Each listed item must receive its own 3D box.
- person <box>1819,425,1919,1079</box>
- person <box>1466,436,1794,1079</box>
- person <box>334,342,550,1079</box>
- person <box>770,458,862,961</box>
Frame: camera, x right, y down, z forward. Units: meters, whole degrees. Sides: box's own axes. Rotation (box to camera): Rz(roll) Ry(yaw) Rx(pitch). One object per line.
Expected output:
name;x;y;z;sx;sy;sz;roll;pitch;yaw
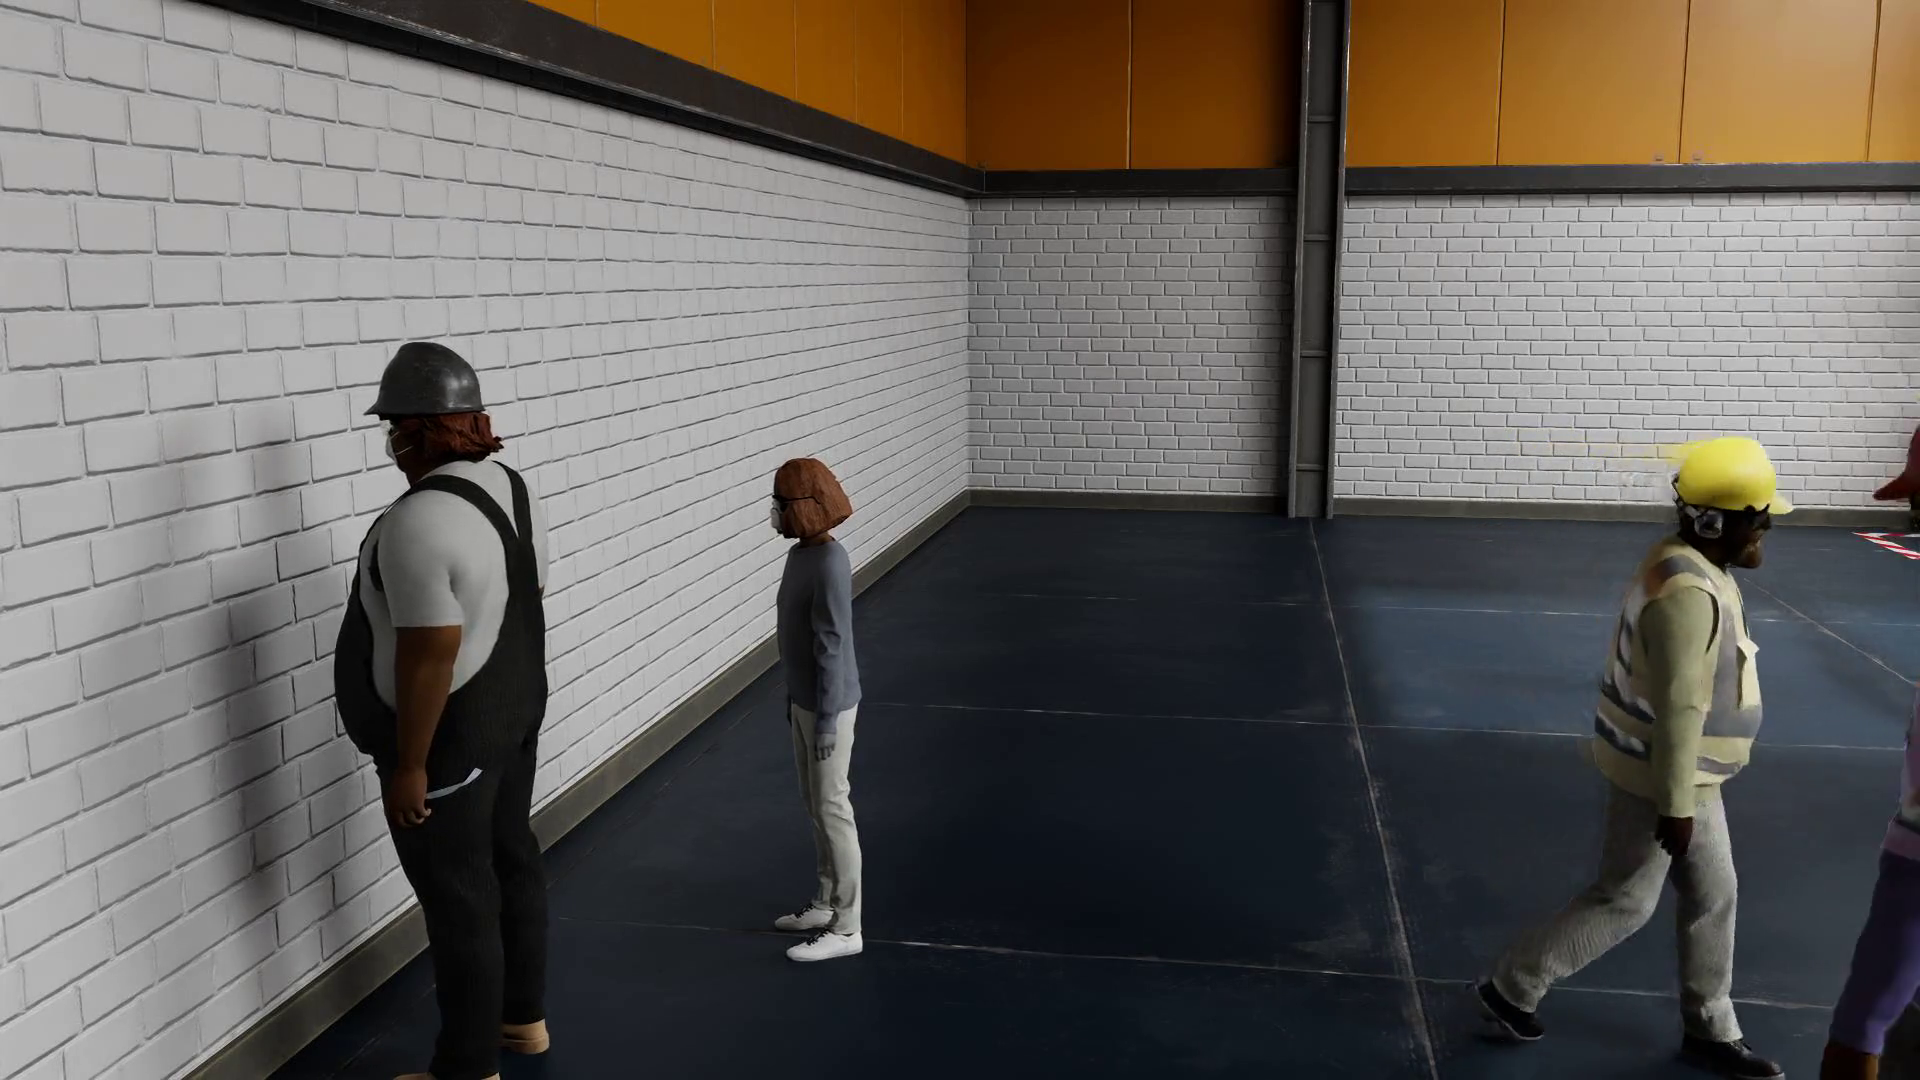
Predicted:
person;1.729;0.740;2.911;0.648;2.031;0.460;-8;12;-39
person;1.862;0.593;4.582;0.793;1.799;0.598;5;11;30
person;-1.389;0.490;4.446;0.535;2.000;0.684;2;9;10
person;-0.472;0.543;5.407;0.282;1.624;0.493;-3;10;-20
